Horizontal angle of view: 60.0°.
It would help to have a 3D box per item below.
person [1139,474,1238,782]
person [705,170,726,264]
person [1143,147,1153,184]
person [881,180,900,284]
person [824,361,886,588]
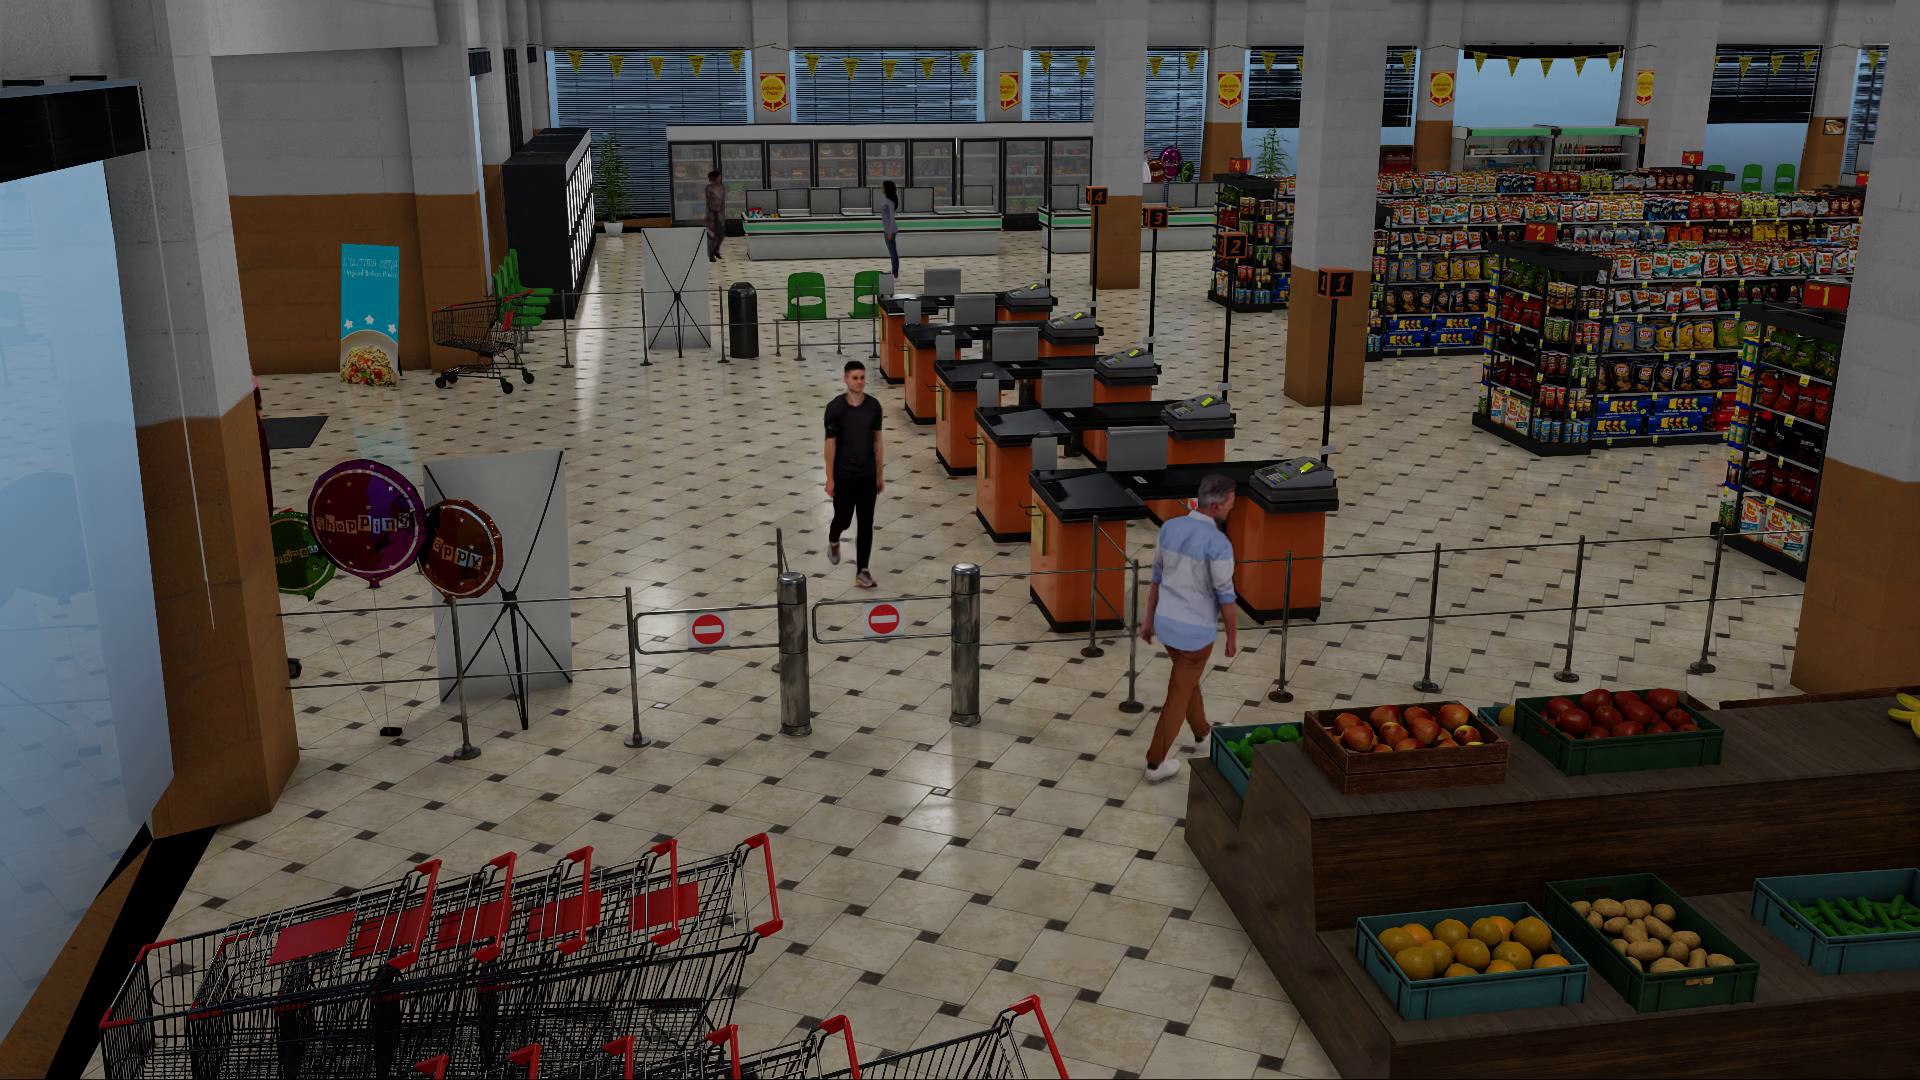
[{"bbox_3d":[1.222,0.524,9.372,1.152,1.784,0.999,-13,21,-37],"label":"person"},{"bbox_3d":[-4.654,-6.085,31.274,0.664,1.705,0.755,-10,19,-29],"label":"person"},{"bbox_3d":[3.793,-7.169,34.462,0.603,1.925,0.689,-2,17,-8],"label":"person"},{"bbox_3d":[-1.186,-5.339,28.764,0.556,1.735,0.624,-1,17,-4],"label":"person"},{"bbox_3d":[-0.846,-0.518,12.862,0.938,1.750,0.866,-8,19,-26],"label":"person"}]
